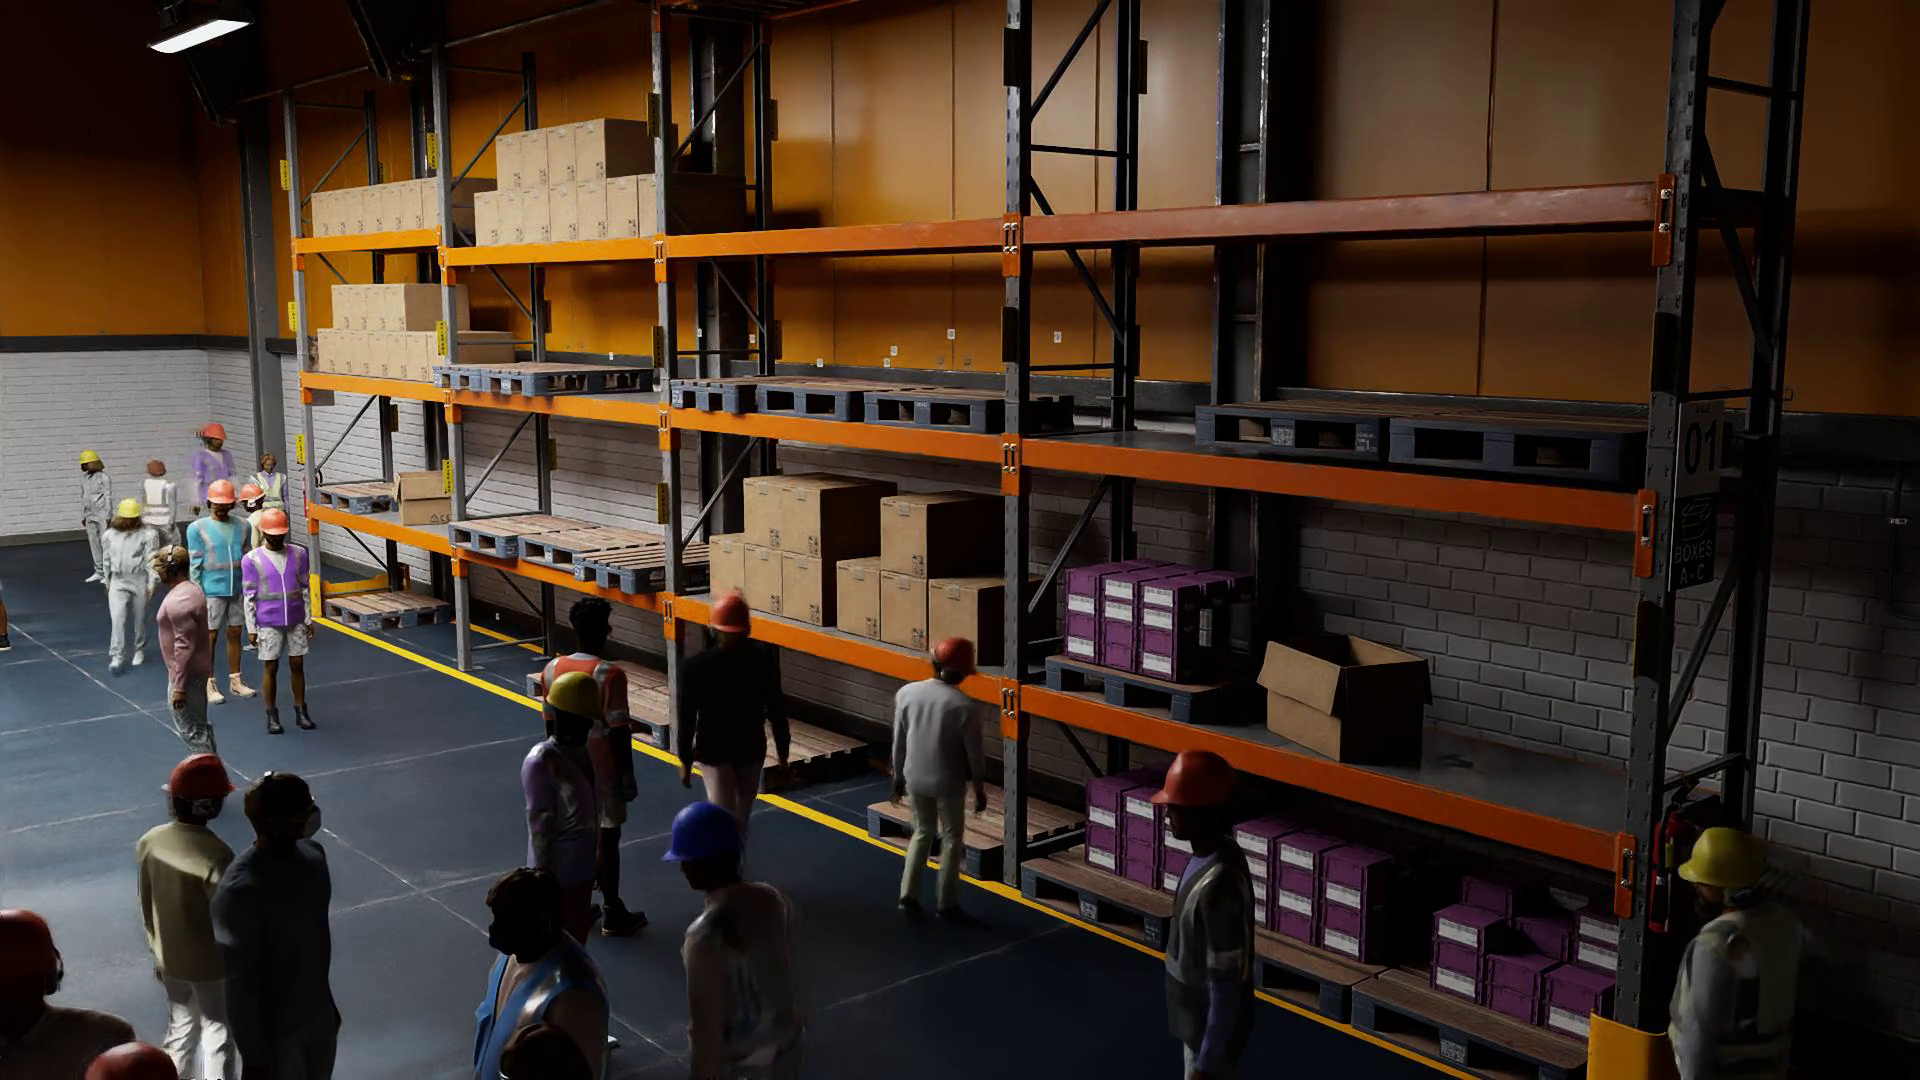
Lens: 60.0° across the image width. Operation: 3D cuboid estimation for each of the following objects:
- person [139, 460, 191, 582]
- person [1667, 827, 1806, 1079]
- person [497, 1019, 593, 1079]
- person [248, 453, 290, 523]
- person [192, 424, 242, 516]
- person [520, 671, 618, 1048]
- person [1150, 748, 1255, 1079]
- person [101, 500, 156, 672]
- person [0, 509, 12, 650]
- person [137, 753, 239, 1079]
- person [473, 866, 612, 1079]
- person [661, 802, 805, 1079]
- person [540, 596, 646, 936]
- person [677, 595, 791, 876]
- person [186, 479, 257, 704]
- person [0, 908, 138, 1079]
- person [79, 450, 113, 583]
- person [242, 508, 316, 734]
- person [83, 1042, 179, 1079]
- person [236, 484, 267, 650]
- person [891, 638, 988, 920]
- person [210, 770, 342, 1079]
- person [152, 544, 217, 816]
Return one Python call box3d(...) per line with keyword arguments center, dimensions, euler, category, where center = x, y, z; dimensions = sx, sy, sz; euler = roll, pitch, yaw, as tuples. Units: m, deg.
box3d(center=(-10.352, -0.243, 21.540), dimensions=(0.508, 1.602, 0.609), euler=(0, 8, 3), category="person")
box3d(center=(2.805, 1.909, 5.958), dimensions=(0.583, 1.796, 0.809), euler=(-5, 10, -33), category="person")
box3d(center=(-1.168, 2.159, 4.780), dimensions=(0.269, 1.628, 0.502), euler=(-8, 11, -42), category="person")
box3d(center=(-9.142, -0.329, 22.024), dimensions=(0.511, 1.639, 0.308), euler=(-7, 11, -39), category="person")
box3d(center=(-9.874, -0.554, 22.327), dimensions=(0.929, 1.995, 0.604), euler=(2, 8, 13), category="person")
box3d(center=(-1.846, 1.564, 7.903), dimensions=(0.383, 1.918, 0.584), euler=(1, 8, 9), category="person")
box3d(center=(0.877, 1.763, 6.088), dimensions=(0.390, 2.040, 0.615), euler=(1, 8, 5), category="person")
box3d(center=(-8.179, 0.452, 16.370), dimensions=(0.496, 1.687, 0.914), euler=(-2, 9, -16), category="person")
box3d(center=(-10.127, 0.218, 17.144), dimensions=(0.368, 1.958, 0.611), euler=(1, 8, 8), category="person")
box3d(center=(-3.235, 1.783, 7.061), dimensions=(0.587, 1.759, 0.453), euler=(4, 9, 28), category="person")
box3d(center=(-1.370, 1.957, 5.485), dimensions=(0.431, 1.835, 0.623), euler=(-5, 10, -33), category="person")
box3d(center=(-0.699, 1.868, 5.892), dimensions=(0.728, 1.907, 0.672), euler=(3, 9, 18), category="person")
box3d(center=(-2.116, 1.296, 9.593), dimensions=(0.601, 1.967, 0.367), euler=(4, 9, 27), category="person")
box3d(center=(-1.338, 1.276, 9.851), dimensions=(0.611, 1.945, 1.010), euler=(-4, 9, -25), category="person")
box3d(center=(-6.692, 0.460, 15.156), dimensions=(0.395, 2.039, 0.608), euler=(6, 10, 37), category="person")
box3d(center=(-2.622, 1.990, 4.715), dimensions=(0.621, 1.985, 0.408), euler=(-3, 9, -23), category="person")
box3d(center=(-11.202, -0.307, 21.552), dimensions=(0.489, 1.731, 0.325), euler=(3, 9, 20), category="person")
box3d(center=(-5.733, 0.679, 14.042), dimensions=(0.550, 1.925, 0.391), euler=(-7, 11, -41), category="person")
box3d(center=(-2.056, 2.117, 4.154), dimensions=(0.592, 1.890, 0.502), euler=(1, 8, 9), category="person")
box3d(center=(-7.368, 0.278, 17.451), dimensions=(0.356, 1.742, 0.574), euler=(0, 8, -3), category="person")
box3d(center=(-0.110, 1.407, 9.751), dimensions=(0.596, 1.719, 0.379), euler=(5, 9, 29), category="person")
box3d(center=(-2.499, 1.799, 6.186), dimensions=(0.359, 1.939, 0.635), euler=(1, 8, 5), category="person")
box3d(center=(-5.511, 0.986, 11.846), dimensions=(0.356, 1.938, 0.633), euler=(-3, 9, -18), category="person")
